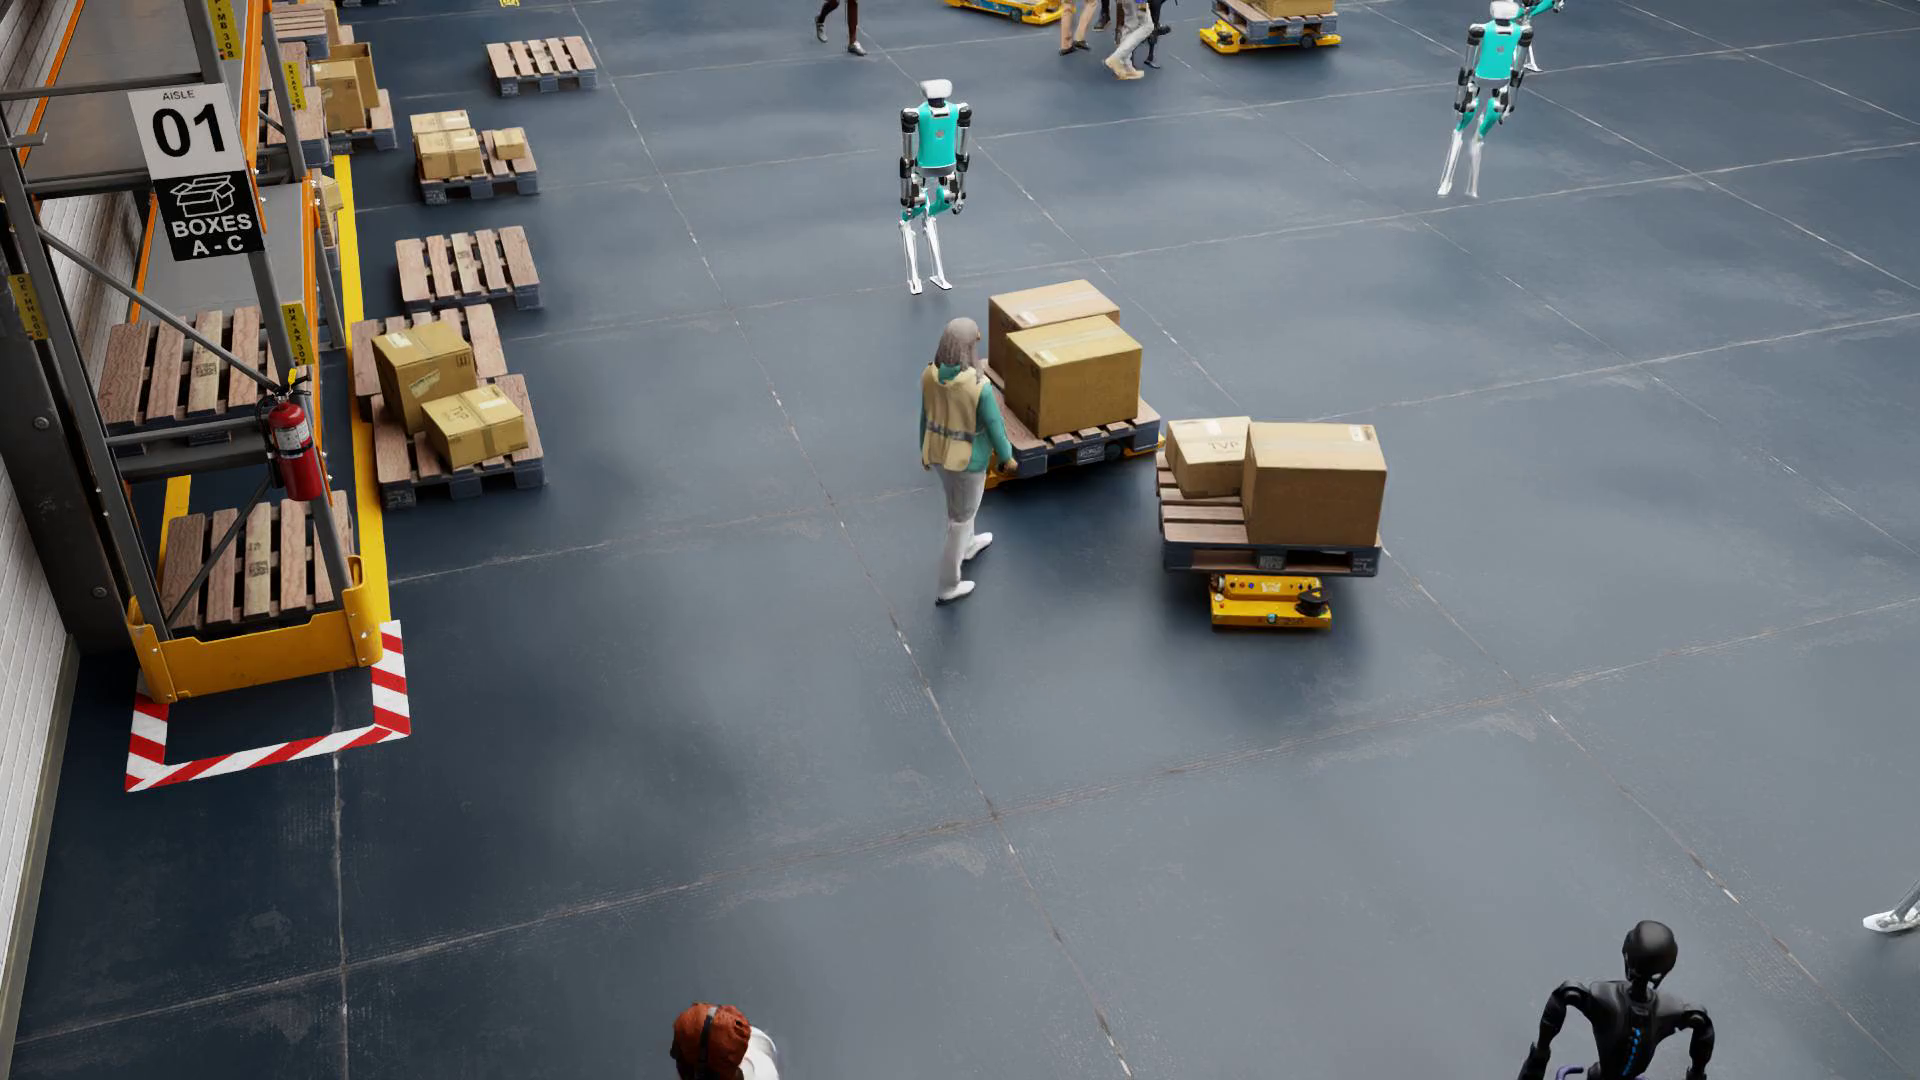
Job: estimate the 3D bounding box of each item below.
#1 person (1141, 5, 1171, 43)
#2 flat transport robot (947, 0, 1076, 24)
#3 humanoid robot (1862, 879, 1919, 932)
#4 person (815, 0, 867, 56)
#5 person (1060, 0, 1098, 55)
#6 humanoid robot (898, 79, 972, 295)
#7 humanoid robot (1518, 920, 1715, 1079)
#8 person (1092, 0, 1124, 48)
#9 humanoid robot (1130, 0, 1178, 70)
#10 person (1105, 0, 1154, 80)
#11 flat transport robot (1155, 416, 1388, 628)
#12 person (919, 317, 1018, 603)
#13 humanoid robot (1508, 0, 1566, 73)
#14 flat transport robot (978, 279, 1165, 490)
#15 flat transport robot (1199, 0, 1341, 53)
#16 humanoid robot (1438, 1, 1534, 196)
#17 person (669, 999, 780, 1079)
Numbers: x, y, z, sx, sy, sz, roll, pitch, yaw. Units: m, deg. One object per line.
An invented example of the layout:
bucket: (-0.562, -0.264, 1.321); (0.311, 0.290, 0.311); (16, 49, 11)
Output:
person: (2.157, -6.367, 18.129); (0.772, 1.899, 0.578); (-11, 35, -16)
flat transport robot: (0.602, -6.343, 19.586); (1.431, 0.231, 0.659); (24, 40, 32)
humanoid robot: (4.240, 1.133, 6.774); (0.590, 1.773, 0.878); (18, 37, 26)
person: (-1.300, -6.232, 17.899); (0.569, 1.922, 0.700); (-22, 39, -30)
person: (1.267, -6.076, 17.896); (0.491, 1.659, 0.452); (28, 42, 36)
humanoid robot: (-0.254, -2.711, 12.550); (0.533, 1.677, 0.735); (-11, 35, -16)
humanoid robot: (2.151, 1.940, 5.592); (0.610, 1.648, 0.336); (7, 34, 11)
person: (1.697, -6.461, 18.275); (0.661, 1.911, 0.939); (3, 33, 4)
humanoid robot: (1.992, -5.770, 17.408); (0.599, 1.655, 0.315); (-11, 35, -16)
person: (1.775, -5.615, 17.025); (0.458, 1.851, 0.477); (-11, 35, -17)
flat transport robot: (1.767, 0.031, 9.812); (0.659, 0.231, 1.431); (2, 33, 2)
person: (0.072, -0.477, 9.291); (0.482, 1.686, 0.701); (26, 41, 34)
humanoid robot: (5.915, -5.670, 17.092); (0.533, 1.673, 0.735); (-11, 35, -16)
flat transport robot: (0.565, -0.681, 10.903); (1.431, 0.231, 0.659); (-14, 35, -20)
flat transport robot: (3.455, -5.650, 18.524); (1.431, 0.231, 0.659); (-8, 34, -11)
humanoid robot: (4.492, -3.796, 14.360); (0.530, 1.800, 0.741); (1, 33, 2)
person: (-0.645, 2.113, 5.156); (0.600, 1.866, 0.580); (5, 33, 8)
